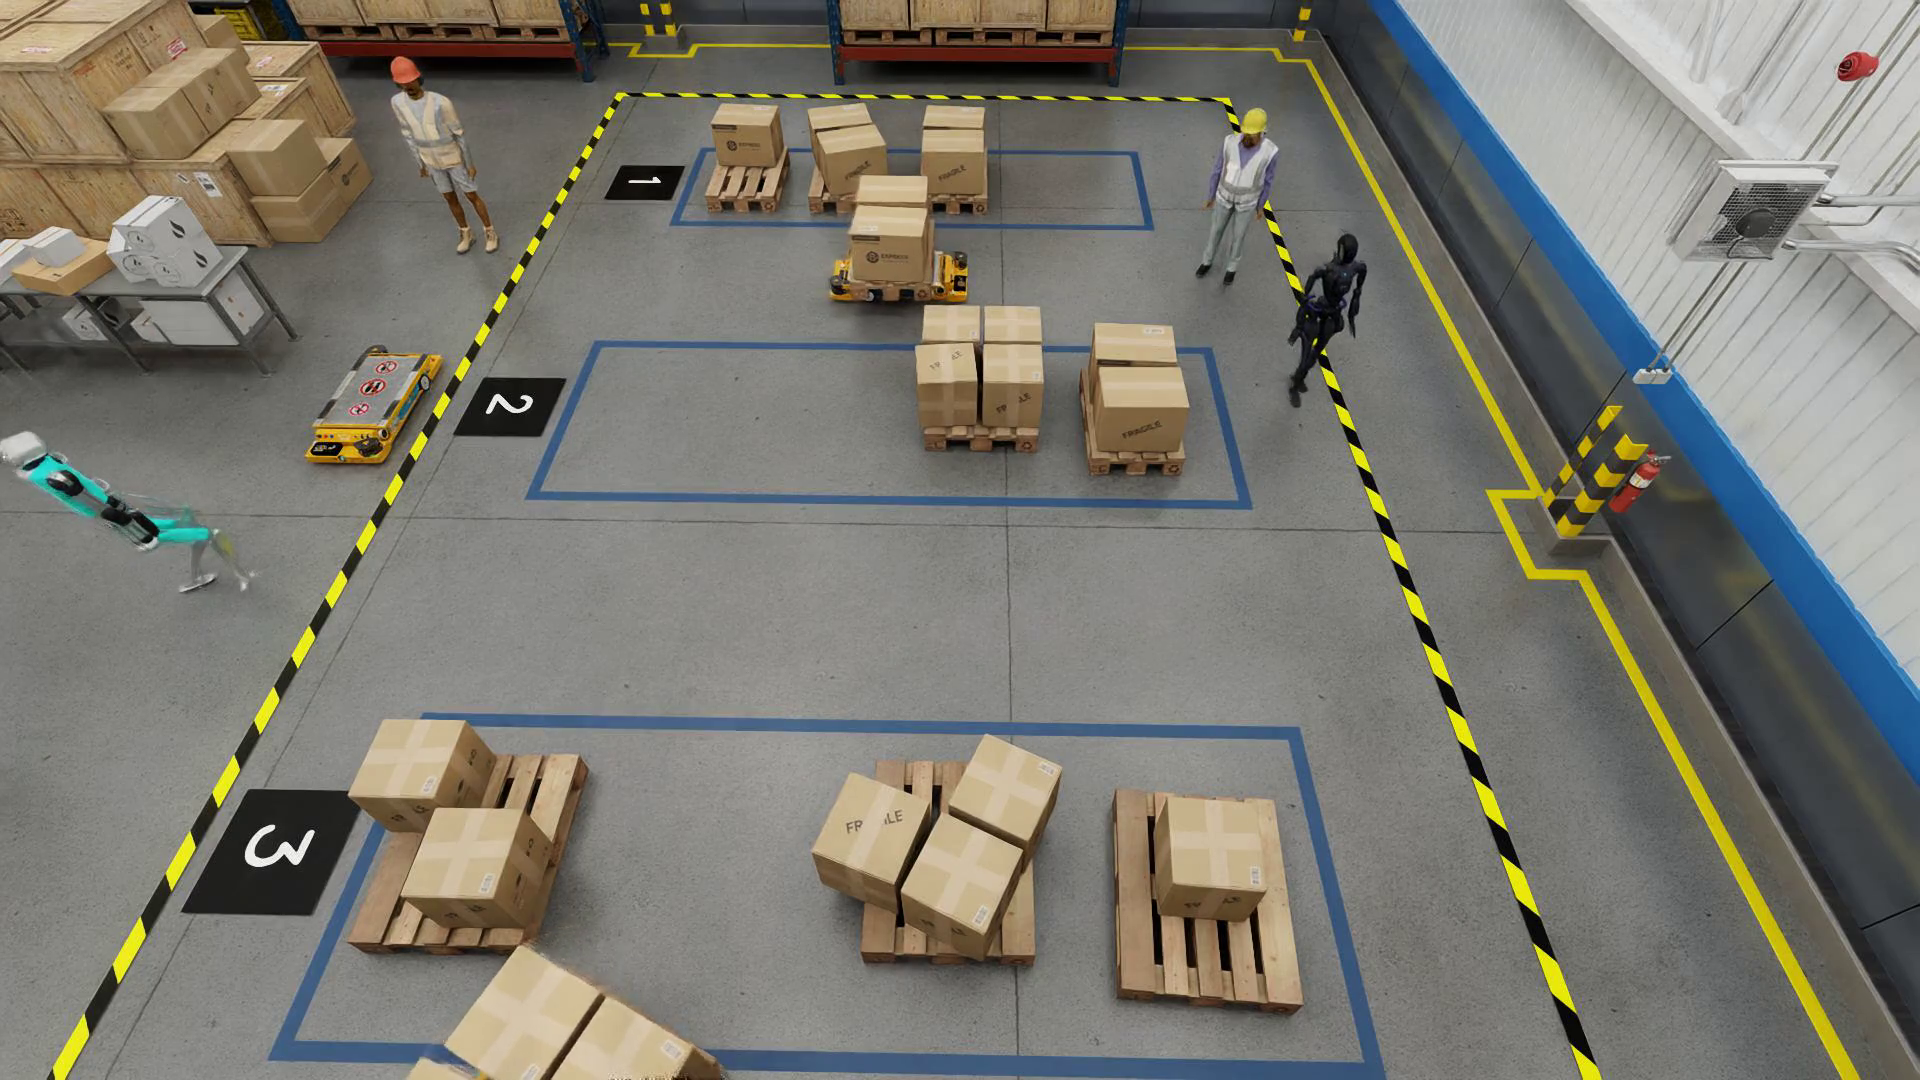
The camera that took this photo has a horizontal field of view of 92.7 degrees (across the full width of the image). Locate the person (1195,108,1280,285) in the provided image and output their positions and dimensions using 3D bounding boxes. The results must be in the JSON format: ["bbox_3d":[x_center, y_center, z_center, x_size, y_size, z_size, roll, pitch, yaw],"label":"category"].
[{"bbox_3d":[2.796,-3.448,9.260,0.599,1.829,0.404,21,53,17],"label":"person"}]

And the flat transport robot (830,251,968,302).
[{"bbox_3d":[-0.635,-2.812,9.728,1.431,0.197,0.652,1,50,1],"label":"flat transport robot"}]

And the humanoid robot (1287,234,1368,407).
[{"bbox_3d":[3.234,-1.914,8.067,0.594,1.646,0.556,-8,50,-7],"label":"humanoid robot"}]

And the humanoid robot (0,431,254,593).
[{"bbox_3d":[-5.808,-0.221,6.591,0.573,1.776,0.788,22,53,18],"label":"humanoid robot"}]

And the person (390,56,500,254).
[{"bbox_3d":[-5.388,-3.961,9.555,0.611,2.047,0.361,-1,50,-1],"label":"person"}]

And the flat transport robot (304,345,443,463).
[{"bbox_3d":[-5.383,-1.269,8.441,0.659,0.231,1.431,1,50,1],"label":"flat transport robot"}]

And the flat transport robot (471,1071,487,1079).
[{"bbox_3d":[-1.974,3.100,4.726,1.431,0.197,0.652,20,53,16],"label":"flat transport robot"}]
